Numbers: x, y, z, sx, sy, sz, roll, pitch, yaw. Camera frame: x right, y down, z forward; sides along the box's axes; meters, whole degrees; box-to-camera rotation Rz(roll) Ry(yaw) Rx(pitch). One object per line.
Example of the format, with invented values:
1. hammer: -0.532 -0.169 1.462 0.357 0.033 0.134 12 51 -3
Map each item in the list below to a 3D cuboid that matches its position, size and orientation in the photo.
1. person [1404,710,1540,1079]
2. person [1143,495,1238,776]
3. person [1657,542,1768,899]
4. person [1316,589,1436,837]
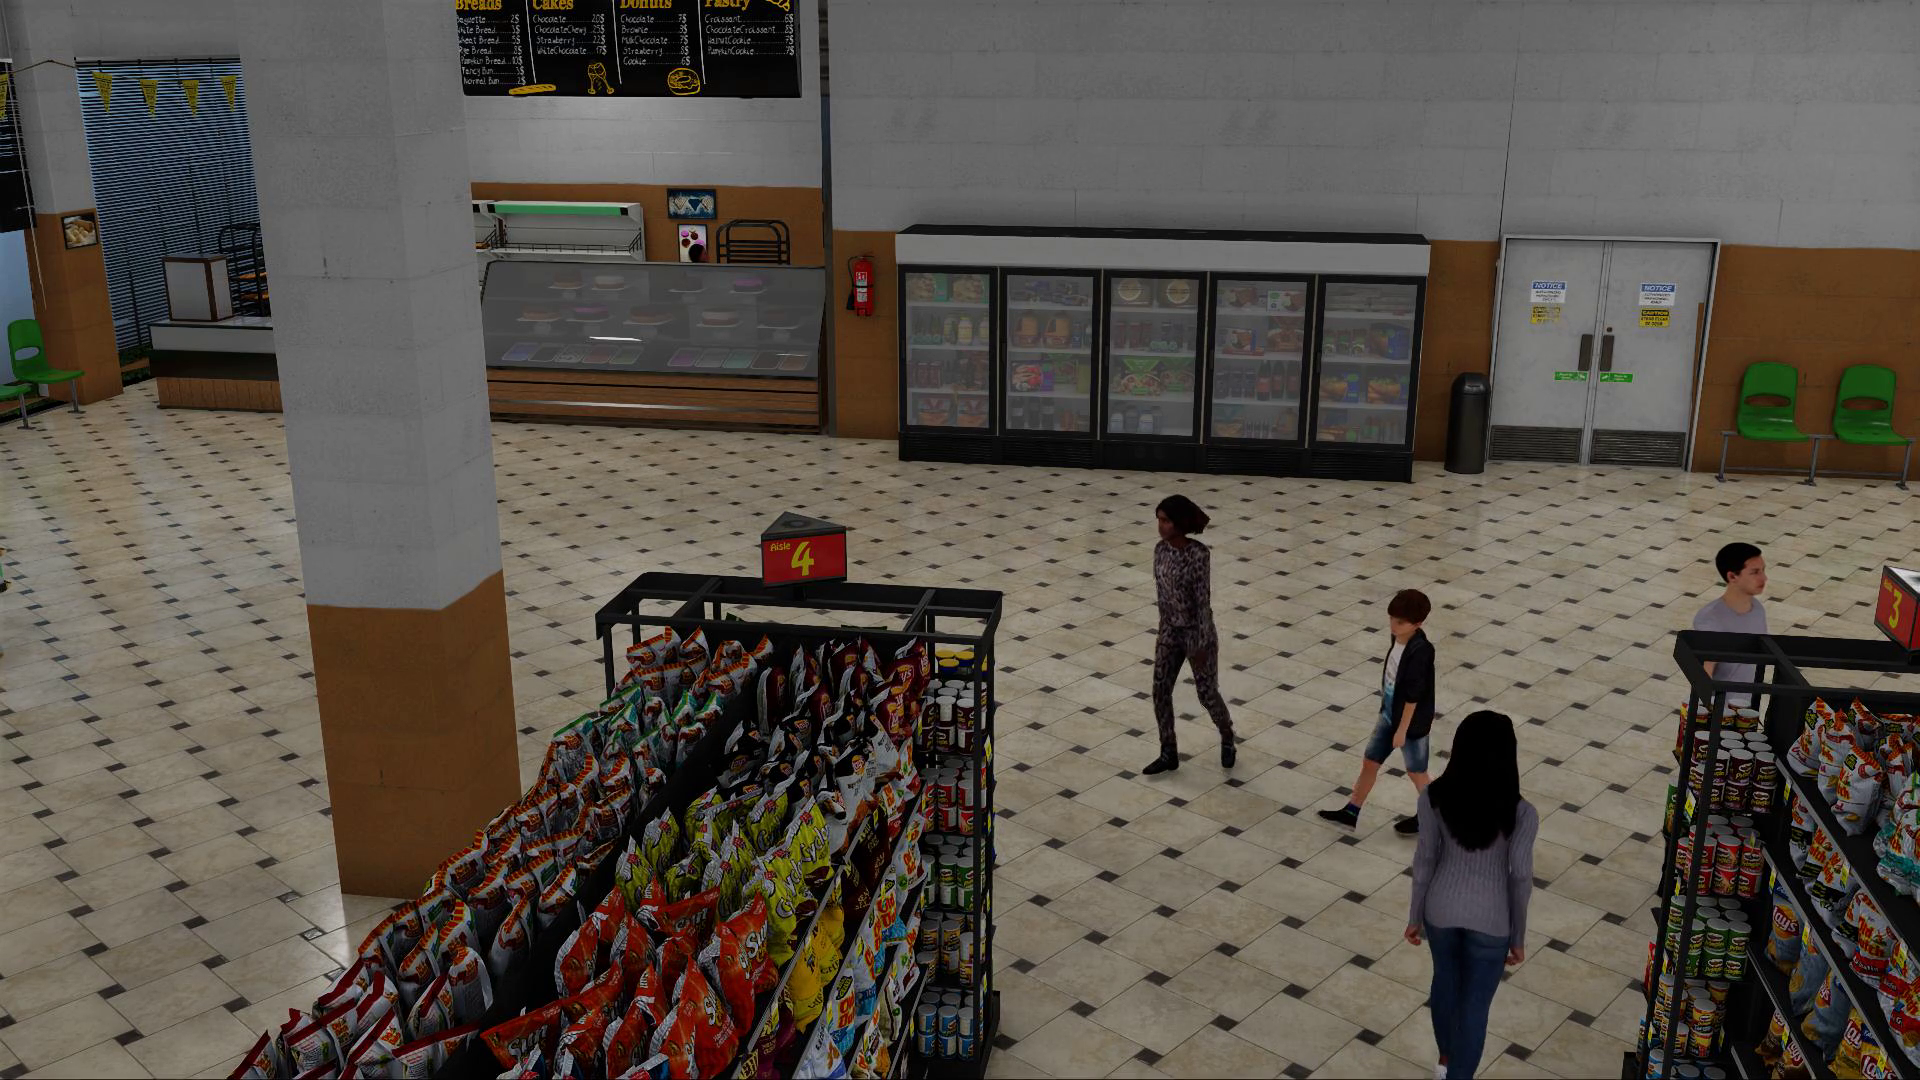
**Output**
1. person: 1.935 1.523 6.410 0.845 1.704 1.203 9 19 27
2. person: 1.364 0.559 9.621 0.962 1.683 0.875 -15 22 -40
3. person: 3.722 0.901 8.186 0.726 1.863 0.798 -12 21 -35
4. person: 2.424 0.941 8.818 0.799 1.419 0.909 -2 17 -7
